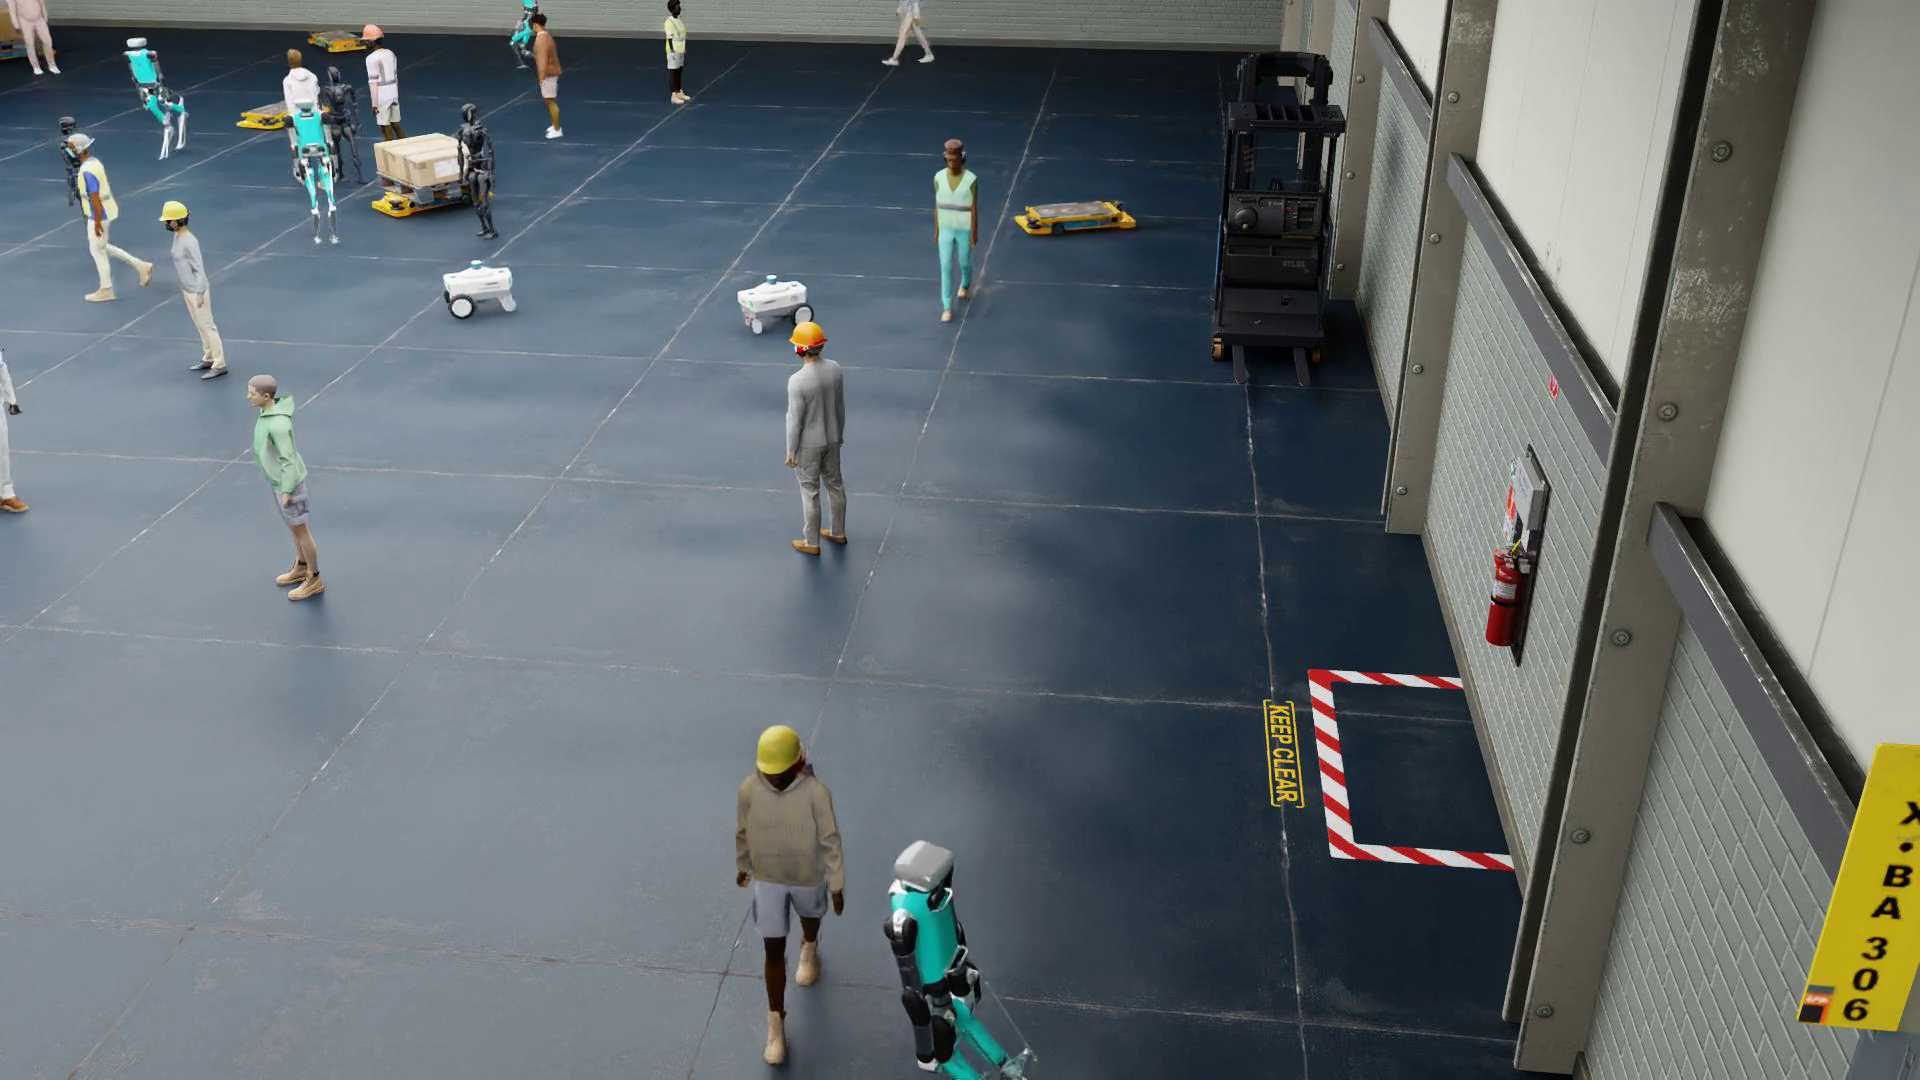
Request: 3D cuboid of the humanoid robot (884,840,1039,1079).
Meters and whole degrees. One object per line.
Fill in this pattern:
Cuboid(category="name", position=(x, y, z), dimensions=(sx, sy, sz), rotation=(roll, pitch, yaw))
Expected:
Cuboid(category="humanoid robot", position=(0.111, 2.164, 7.266), dimensions=(0.830, 1.848, 0.542), rotation=(10, 28, 18))

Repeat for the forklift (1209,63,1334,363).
Cuboid(category="forklift", position=(3.241, -3.477, 17.183), dimensions=(1.129, 2.768, 1.873), rotation=(3, 27, 6))

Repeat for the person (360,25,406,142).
Cuboid(category="person", position=(-8.249, -6.316, 23.787), dimensions=(0.410, 2.035, 0.601), rotation=(6, 27, 13))

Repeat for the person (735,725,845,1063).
Cuboid(category="person", position=(-0.842, 1.653, 8.222), dimensions=(0.564, 1.714, 0.904), rotation=(1, 27, 2))

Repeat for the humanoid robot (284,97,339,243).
Cuboid(category="humanoid robot", position=(-7.912, -4.503, 20.486), dimensions=(0.539, 1.789, 0.687), rotation=(-10, 28, -20))

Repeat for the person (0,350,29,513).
Cuboid(category="person", position=(-7.916, -1.083, 13.510), dimensions=(0.424, 1.870, 0.593), rotation=(9, 28, 18))

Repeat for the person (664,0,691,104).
Cuboid(category="person", position=(-4.759, -8.217, 27.944), dimensions=(0.321, 1.697, 0.529), rotation=(7, 27, 13))

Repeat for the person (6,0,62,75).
Cuboid(category="person", position=(-16.688, -9.317, 29.937), dimensions=(0.782, 1.874, 0.674), rotation=(21, 34, 36))

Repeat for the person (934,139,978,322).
Cuboid(category="person", position=(-0.030, -3.433, 18.140), dimensions=(0.493, 1.943, 0.939), rotation=(4, 27, 8))

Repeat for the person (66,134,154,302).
Cuboid(category="person", position=(-9.542, -3.594, 18.523), dimensions=(0.683, 1.875, 0.539), rotation=(-11, 28, -20))

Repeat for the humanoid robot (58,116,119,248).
Cuboid(category="humanoid robot", position=(-10.527, -4.292, 20.135), dimensions=(0.473, 1.639, 0.589), rotation=(1, 27, 2))

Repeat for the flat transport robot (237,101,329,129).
Cuboid(category="flat transport robot", position=(-10.937, -6.883, 26.879), dimensions=(0.659, 0.231, 1.431), rotation=(9, 28, 17))

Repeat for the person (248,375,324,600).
Cuboid(category="person", position=(-4.990, -0.406, 12.304), dimensions=(0.347, 1.743, 0.469), rotation=(-16, 31, -30))

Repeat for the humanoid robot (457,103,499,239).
Cuboid(category="humanoid robot", position=(-6.033, -4.613, 20.765), dimensions=(0.612, 1.649, 0.345), rotation=(13, 29, 24))

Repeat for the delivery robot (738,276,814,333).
Cuboid(category="delivery robot", position=(-1.994, -2.553, 17.923), dimensions=(0.773, 0.602, 0.522), rotation=(-16, 31, -29))

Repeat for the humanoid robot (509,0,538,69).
Cuboid(category="humanoid robot", position=(-7.922, -9.377, 30.217), dimensions=(1.001, 1.734, 0.546), rotation=(-17, 31, -30))

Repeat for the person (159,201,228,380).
Cuboid(category="person", position=(-7.568, -2.465, 16.387), dimensions=(0.308, 1.767, 0.531), rotation=(-20, 33, -34))

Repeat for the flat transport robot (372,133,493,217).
Cuboid(category="flat transport robot", position=(-7.093, -4.616, 22.353), dimensions=(1.431, 0.231, 0.659), rotation=(-23, 35, -38))

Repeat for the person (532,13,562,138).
Cuboid(category="person", position=(-6.372, -7.207, 25.793), dimensions=(0.407, 1.831, 0.818), rotation=(-1, 27, -1))

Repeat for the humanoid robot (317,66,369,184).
Cuboid(category="humanoid robot", position=(-8.582, -5.762, 23.095), dimensions=(0.603, 1.626, 0.649), rotation=(-20, 33, -35))

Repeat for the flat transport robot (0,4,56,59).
Cuboid(category="flat transport robot", position=(-18.113, -9.298, 31.700), dimensions=(1.431, 0.231, 0.659), rotation=(-23, 34, -38))

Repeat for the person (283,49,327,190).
Cuboid(category="person", position=(-9.057, -5.834, 22.996), dimensions=(0.498, 1.868, 0.951), rotation=(-17, 31, -30))

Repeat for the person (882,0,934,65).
Cuboid(category="person", position=(-0.937, -9.774, 30.920), dimensions=(1.032, 1.820, 0.495), rotation=(-6, 27, -12))

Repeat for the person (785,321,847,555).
Cuboid(category="person", position=(-1.122, -0.789, 12.914), dimensions=(0.569, 1.890, 0.376), rotation=(-24, 35, -39))

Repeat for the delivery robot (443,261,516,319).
Cuboid(category="delivery robot", position=(-5.315, -2.783, 18.367), dimensions=(0.785, 0.587, 0.499), rotation=(-10, 28, -20))

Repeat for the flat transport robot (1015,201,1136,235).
Cuboid(category="flat transport robot", position=(1.482, -4.146, 21.416), dimensions=(1.431, 0.231, 0.659), rotation=(-6, 27, -13))

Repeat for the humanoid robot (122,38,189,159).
Cuboid(category="humanoid robot", position=(-11.796, -6.547, 24.597), dimensions=(0.570, 1.786, 0.837), rotation=(6, 27, 12))

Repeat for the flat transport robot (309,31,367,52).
Cuboid(category="flat transport robot", position=(-12.253, -9.800, 32.703), dimensions=(0.659, 0.231, 1.431), rotation=(-19, 32, -33))
